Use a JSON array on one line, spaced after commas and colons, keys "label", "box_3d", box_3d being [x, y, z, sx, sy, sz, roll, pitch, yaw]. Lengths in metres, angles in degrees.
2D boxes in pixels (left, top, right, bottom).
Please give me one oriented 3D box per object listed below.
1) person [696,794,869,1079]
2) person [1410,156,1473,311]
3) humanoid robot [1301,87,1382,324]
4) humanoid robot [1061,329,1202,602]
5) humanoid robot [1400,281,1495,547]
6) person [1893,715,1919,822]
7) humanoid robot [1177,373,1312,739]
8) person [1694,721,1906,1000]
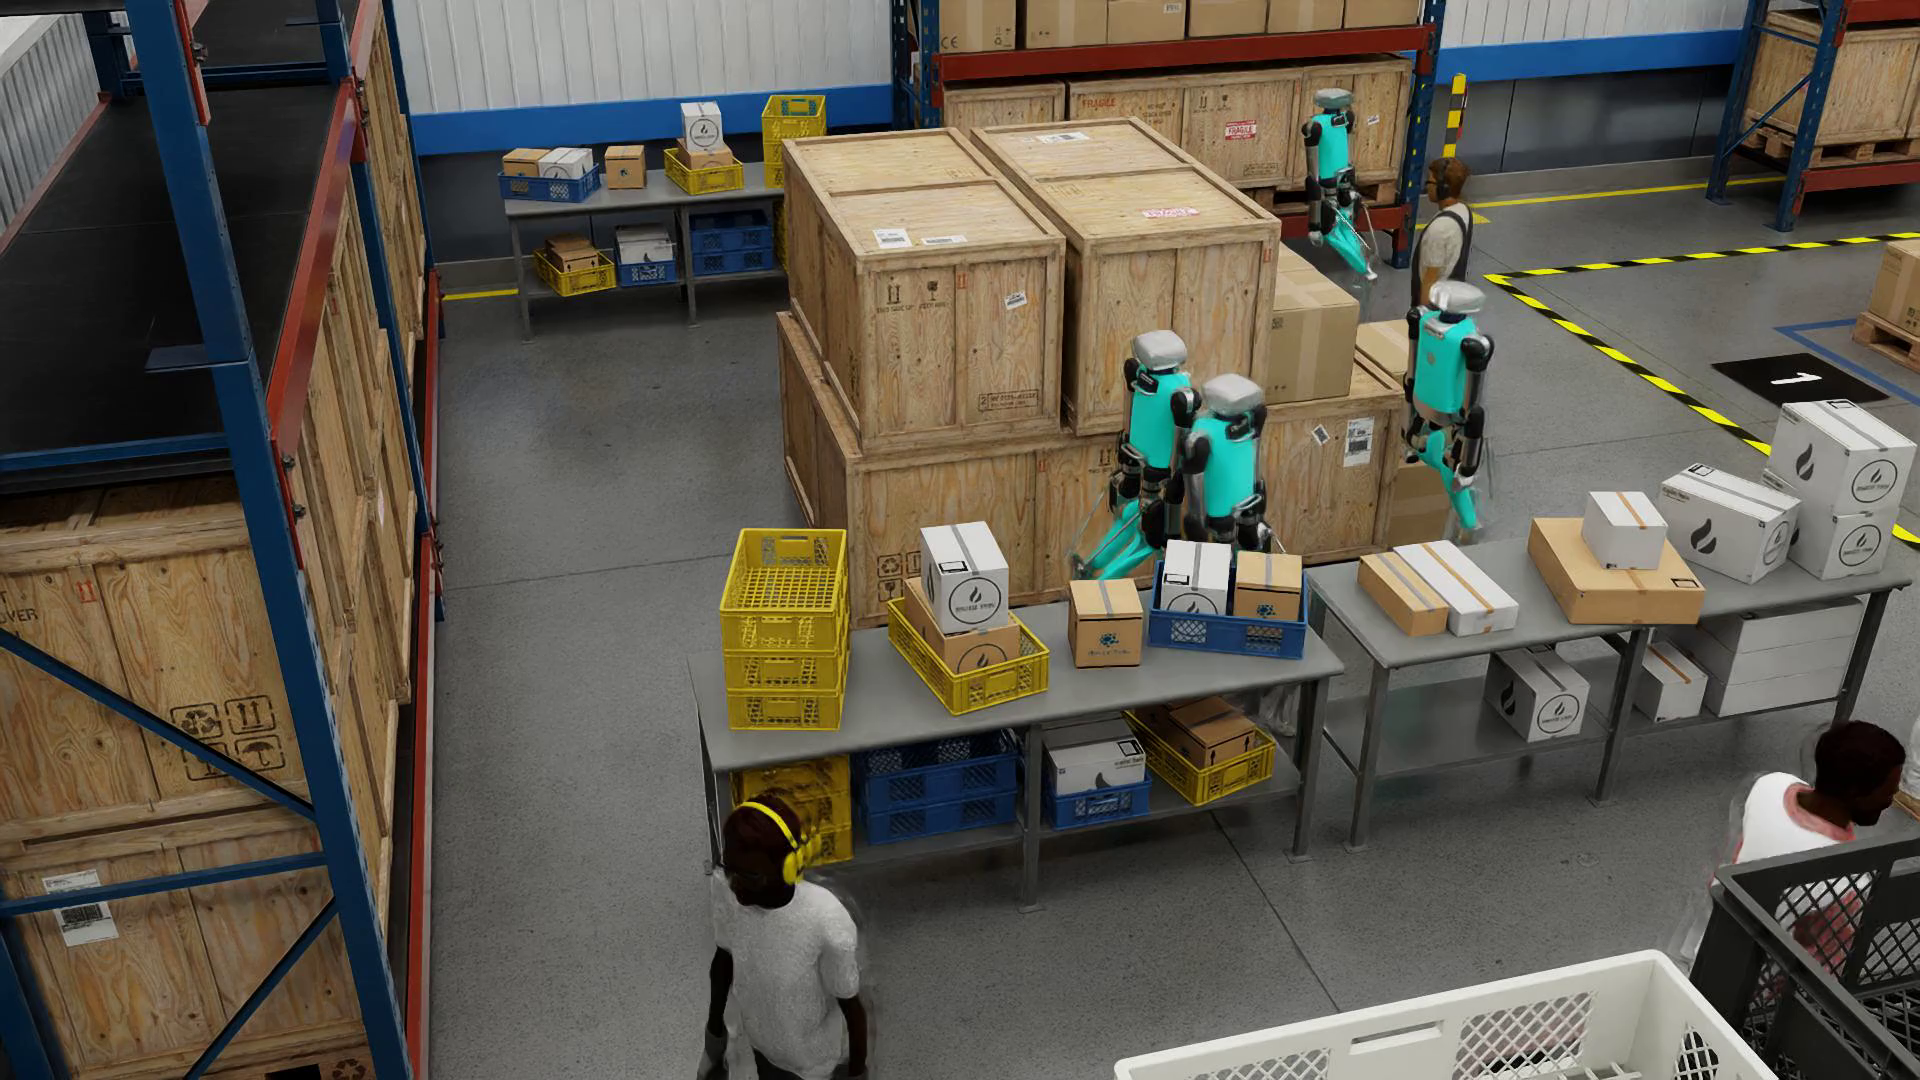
[{"label": "person", "box_3d": [-0.514, 1.496, 4.756, 0.494, 1.855, 0.553, 23, 36, 35]}, {"label": "person", "box_3d": [2.812, -1.424, 10.082, 0.434, 1.840, 0.547, 19, 34, 31]}, {"label": "humanoid robot", "box_3d": [2.817, -2.215, 11.654, 0.946, 1.770, 0.533, 24, 37, 37]}, {"label": "humanoid robot", "box_3d": [0.709, -0.100, 7.723, 0.679, 1.749, 0.533, -12, 31, -21]}, {"label": "humanoid robot", "box_3d": [2.584, -0.456, 8.513, 0.715, 1.877, 0.539, -14, 32, -24]}, {"label": "person", "box_3d": [4.296, 0.355, 6.858, 0.628, 1.835, 0.429, -16, 33, -27]}, {"label": "humanoid robot", "box_3d": [1.330, 0.188, 7.271, 0.799, 1.784, 0.555, 24, 37, 36]}, {"label": "person", "box_3d": [2.451, 1.347, 4.984, 0.454, 1.905, 0.595, 4, 29, 7]}]
